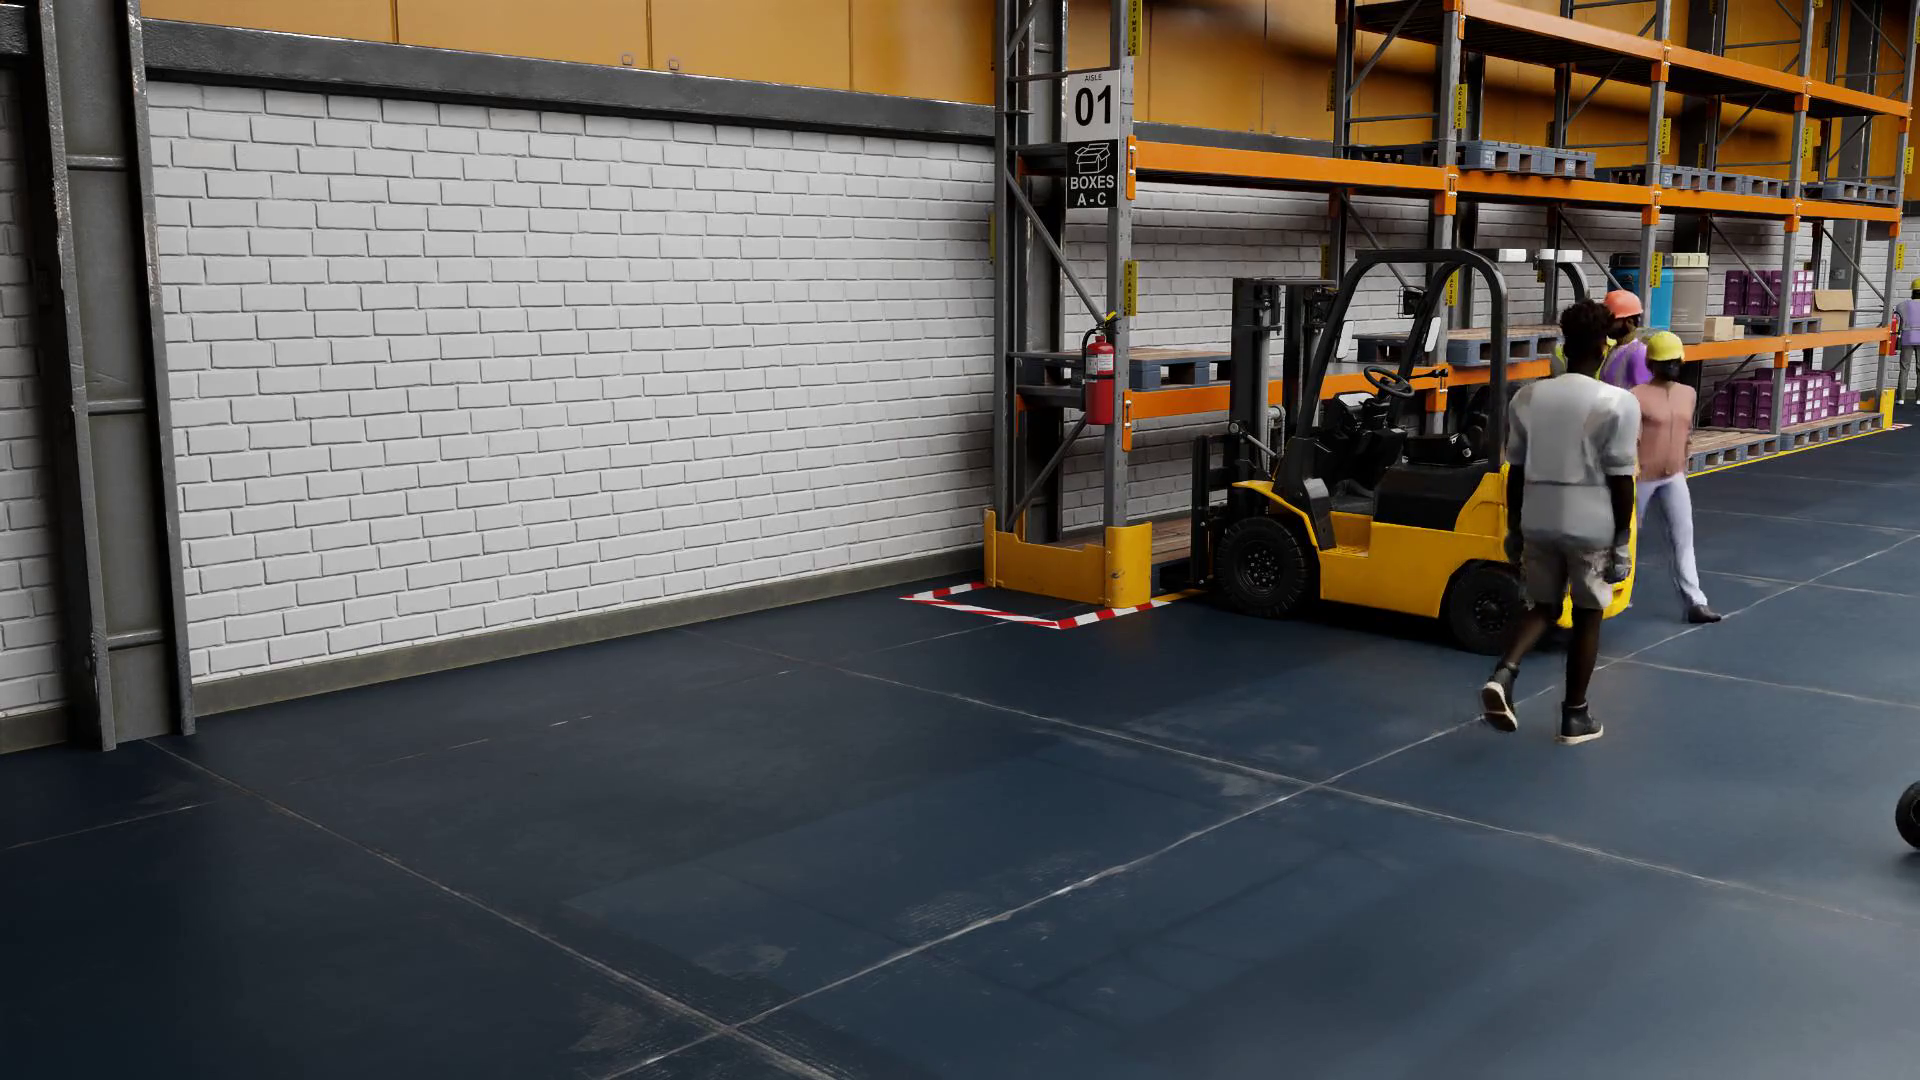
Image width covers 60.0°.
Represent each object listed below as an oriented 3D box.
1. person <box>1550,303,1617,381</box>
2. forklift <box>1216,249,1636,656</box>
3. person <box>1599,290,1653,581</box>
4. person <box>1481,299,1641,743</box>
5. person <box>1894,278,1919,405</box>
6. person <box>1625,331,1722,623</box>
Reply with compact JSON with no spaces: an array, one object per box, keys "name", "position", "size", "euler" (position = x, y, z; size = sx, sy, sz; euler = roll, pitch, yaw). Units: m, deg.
[{"name":"person","position":[4.382,-0.725,11.591],"size":[0.619,1.838,0.429],"euler":[1,9,5]},{"name":"forklift","position":[2.710,-0.584,9.626],"size":[2.313,2.155,1.214],"euler":[9,13,43]},{"name":"person","position":[4.353,-0.685,11.038],"size":[0.362,1.934,0.543],"euler":[0,9,0]},{"name":"person","position":[2.595,-0.056,7.159],"size":[0.593,1.949,0.603],"euler":[-7,12,-38]},{"name":"person","position":[14.504,-3.004,25.272],"size":[0.594,1.927,0.367],"euler":[4,10,24]},{"name":"person","position":[4.143,-0.381,9.858],"size":[0.529,1.706,0.925],"euler":[-3,10,-16]}]
